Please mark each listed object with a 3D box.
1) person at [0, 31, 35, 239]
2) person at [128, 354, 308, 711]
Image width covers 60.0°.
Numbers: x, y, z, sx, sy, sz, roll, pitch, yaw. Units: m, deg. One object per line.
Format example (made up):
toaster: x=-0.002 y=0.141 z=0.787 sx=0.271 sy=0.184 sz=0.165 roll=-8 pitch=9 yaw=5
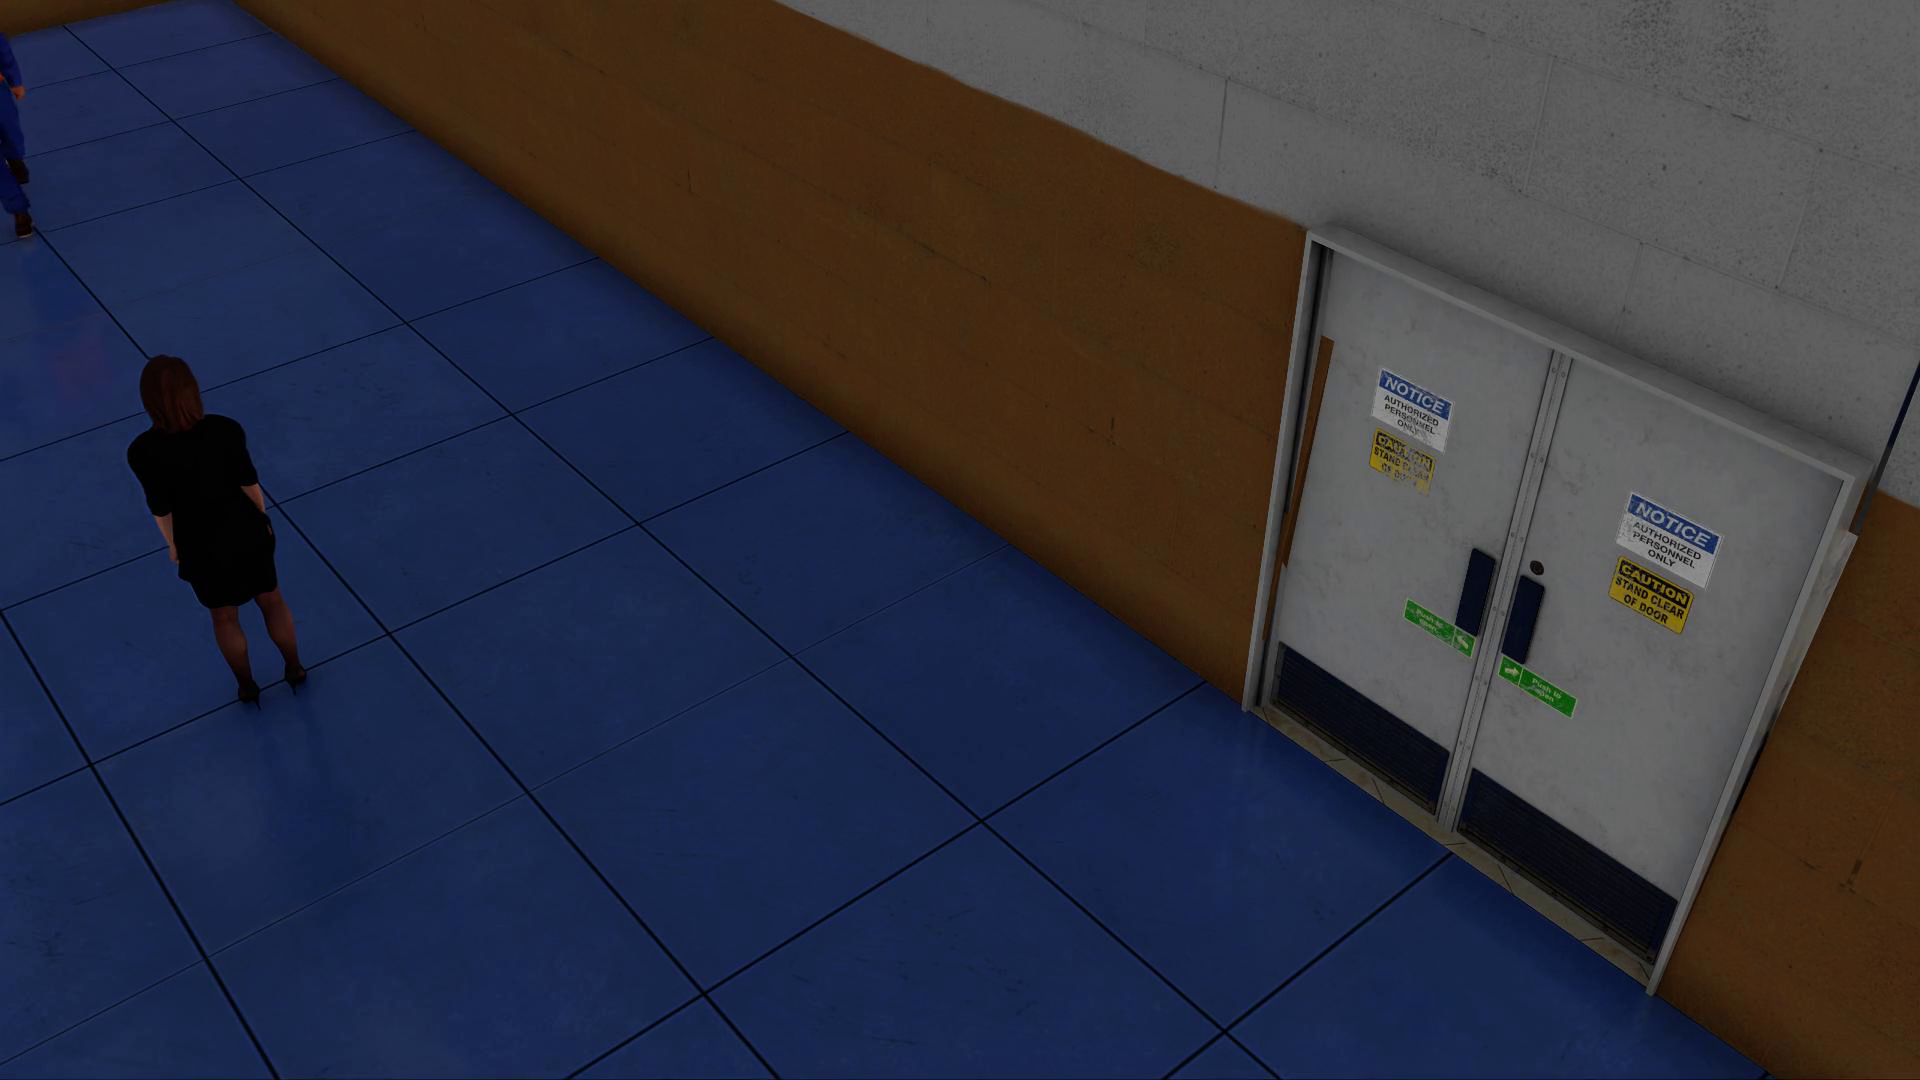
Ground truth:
person: x=-6.282 y=-2.900 z=10.606 sx=1.108 sy=1.838 sz=0.885 roll=-19 pitch=41 yaw=-23
person: x=-3.039 y=-0.007 z=6.847 sx=0.482 sy=1.707 sz=0.676 roll=-20 pitch=41 yaw=-24
